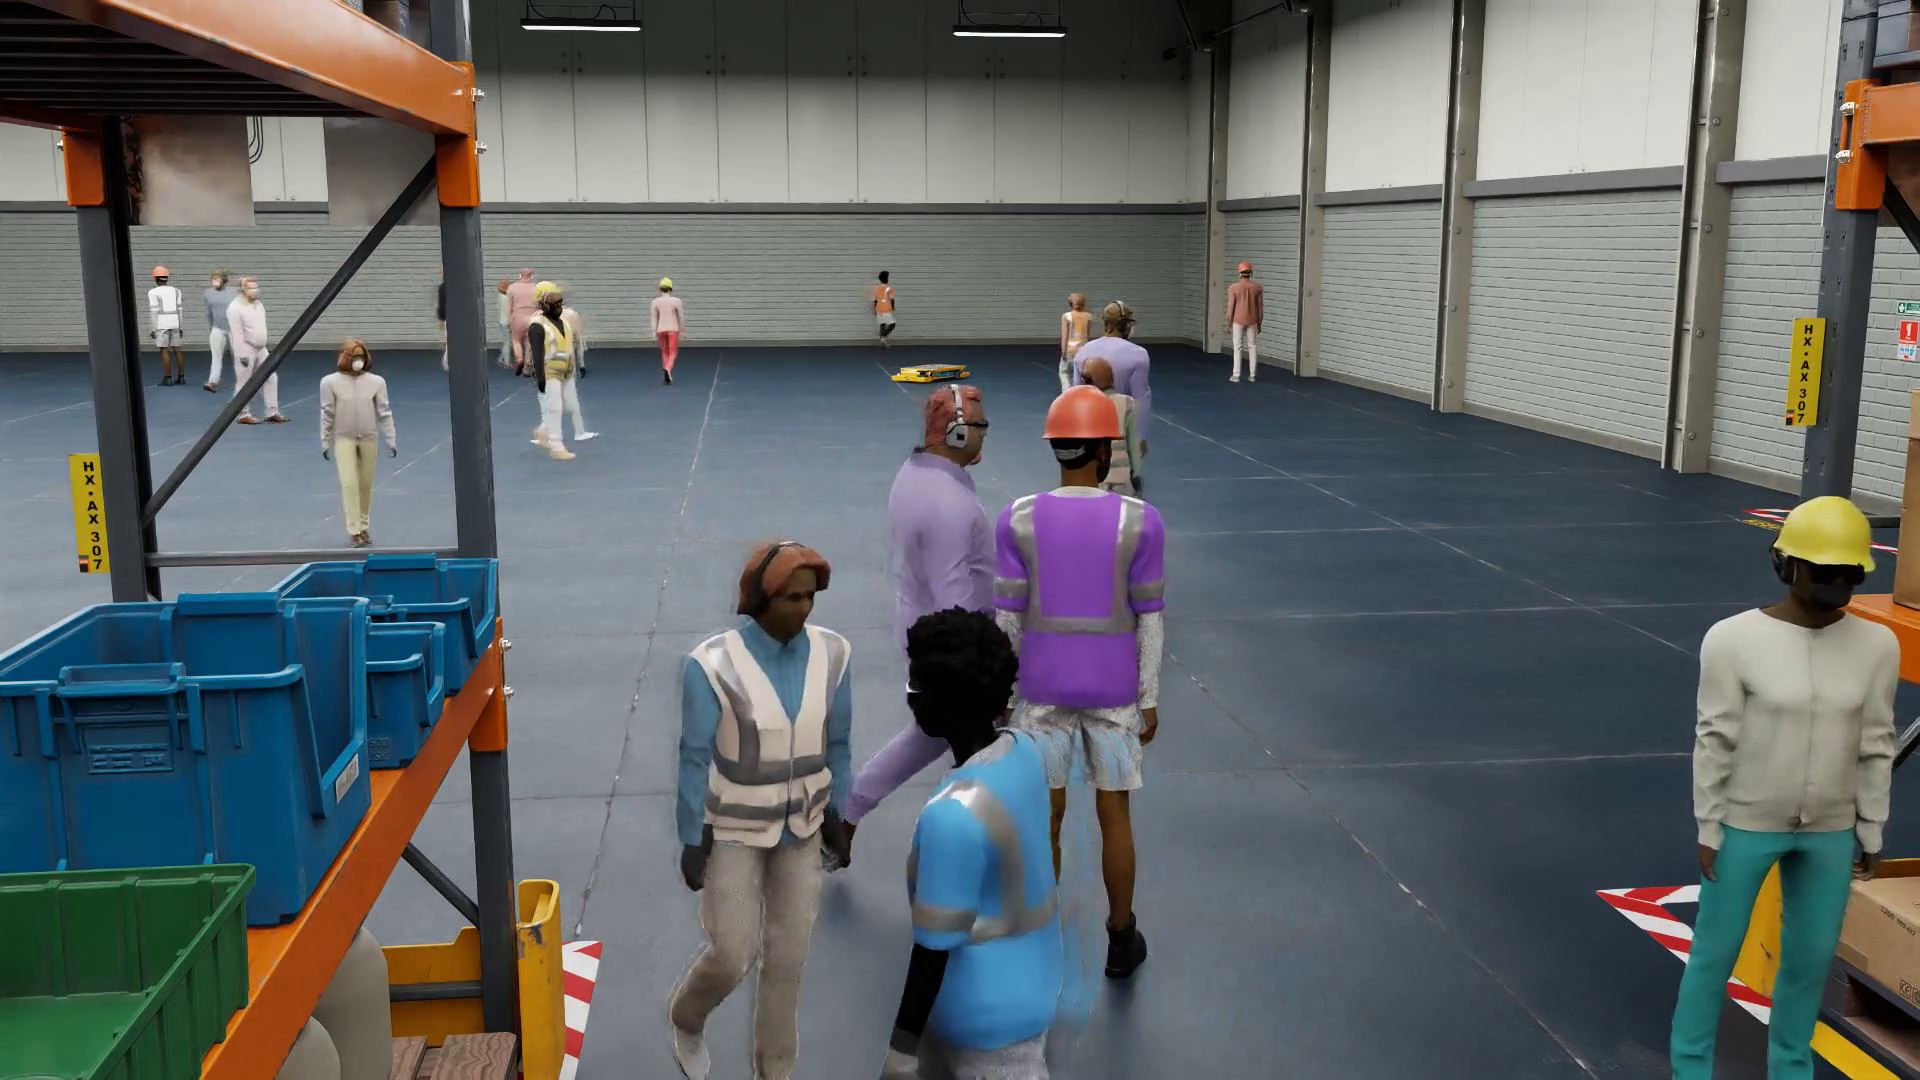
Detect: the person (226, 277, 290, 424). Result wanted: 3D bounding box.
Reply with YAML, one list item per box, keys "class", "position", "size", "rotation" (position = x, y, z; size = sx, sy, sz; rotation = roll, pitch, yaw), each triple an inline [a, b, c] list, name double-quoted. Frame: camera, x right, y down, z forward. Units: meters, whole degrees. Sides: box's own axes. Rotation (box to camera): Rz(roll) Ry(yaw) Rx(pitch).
- class: "person"
  position: [-8.977, -2.410, 21.297]
  size: [0.754, 1.880, 0.680]
  rotation: [3, 11, 14]

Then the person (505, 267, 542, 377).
- class: "person"
  position: [-7.465, -3.738, 28.602]
  size: [0.673, 1.878, 0.421]
  rotation: [-3, 11, -18]

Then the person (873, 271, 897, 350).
- class: "person"
  position: [-1.608, -4.883, 35.391]
  size: [0.557, 1.685, 0.388]
  rotation: [7, 13, 35]

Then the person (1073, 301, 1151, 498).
- class: "person"
  position: [1.121, -0.783, 12.256]
  size: [0.628, 1.936, 0.374]
  rotation: [8, 13, 36]

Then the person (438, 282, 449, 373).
- class: "person"
  position: [-8.788, -3.866, 29.047]
  size: [0.450, 1.973, 0.608]
  rotation: [9, 13, 39]

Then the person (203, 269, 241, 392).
- class: "person"
  position: [-11.422, -3.231, 25.769]
  size: [0.652, 1.888, 0.994]
  rotation: [0, 10, 1]

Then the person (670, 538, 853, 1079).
- class: "person"
  position: [-0.555, 0.781, 4.548]
  size: [0.522, 1.621, 0.446]
  rotation: [-8, 13, -36]

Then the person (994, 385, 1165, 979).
- class: "person"
  position: [0.384, 0.468, 5.398]
  size: [0.547, 1.934, 0.375]
  rotation: [2, 10, 9]

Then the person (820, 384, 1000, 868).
- class: "person"
  position: [-0.127, 0.375, 6.058]
  size: [0.719, 1.888, 0.661]
  rotation: [-3, 11, -17]

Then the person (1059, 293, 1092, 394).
- class: "person"
  position: [1.606, -2.605, 23.109]
  size: [0.531, 1.626, 0.470]
  rotation: [-5, 12, -27]

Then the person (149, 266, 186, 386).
- class: "person"
  position: [-12.860, -3.460, 26.925]
  size: [0.373, 1.934, 0.551]
  rotation: [6, 12, 30]

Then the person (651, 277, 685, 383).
- class: "person"
  position: [-4.818, -3.437, 27.326]
  size: [0.527, 1.744, 0.697]
  rotation: [1, 10, 8]

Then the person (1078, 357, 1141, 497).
- class: "person"
  position: [0.920, -0.399, 10.984]
  size: [0.530, 1.616, 0.479]
  rotation: [-5, 12, -26]

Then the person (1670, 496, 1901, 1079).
- class: "person"
  position: [2.172, 0.750, 4.355]
  size: [0.520, 1.759, 0.343]
  rotation: [0, 10, 0]

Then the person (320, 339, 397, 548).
- class: "person"
  position: [-4.626, -0.737, 12.870]
  size: [0.526, 1.604, 0.682]
  rotation: [-7, 13, -36]

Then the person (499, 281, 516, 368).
- class: "person"
  position: [-8.262, -3.932, 30.438]
  size: [0.333, 1.611, 0.566]
  rotation: [-2, 11, -13]

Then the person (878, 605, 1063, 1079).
- class: "person"
  position: [-0.044, 0.954, 3.479]
  size: [0.829, 1.649, 0.548]
  rotation: [3, 11, 14]

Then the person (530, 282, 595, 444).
- class: "person"
  position: [-4.658, -2.080, 19.526]
  size: [0.820, 1.889, 0.397]
  rotation: [-10, 14, -43]

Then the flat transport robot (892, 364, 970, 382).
- class: "flat transport robot"
  position: [-0.479, -2.814, 27.952]
  size: [0.652, 0.197, 1.431]
  rotation: [6, 12, 31]

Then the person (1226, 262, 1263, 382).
- class: "person"
  position: [4.732, -3.627, 27.690]
  size: [0.622, 1.989, 0.399]
  rotation: [-2, 10, -9]

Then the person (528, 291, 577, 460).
- class: "person"
  position: [-4.443, -1.784, 18.045]
  size: [0.553, 1.827, 0.631]
  rotation: [5, 11, 24]
